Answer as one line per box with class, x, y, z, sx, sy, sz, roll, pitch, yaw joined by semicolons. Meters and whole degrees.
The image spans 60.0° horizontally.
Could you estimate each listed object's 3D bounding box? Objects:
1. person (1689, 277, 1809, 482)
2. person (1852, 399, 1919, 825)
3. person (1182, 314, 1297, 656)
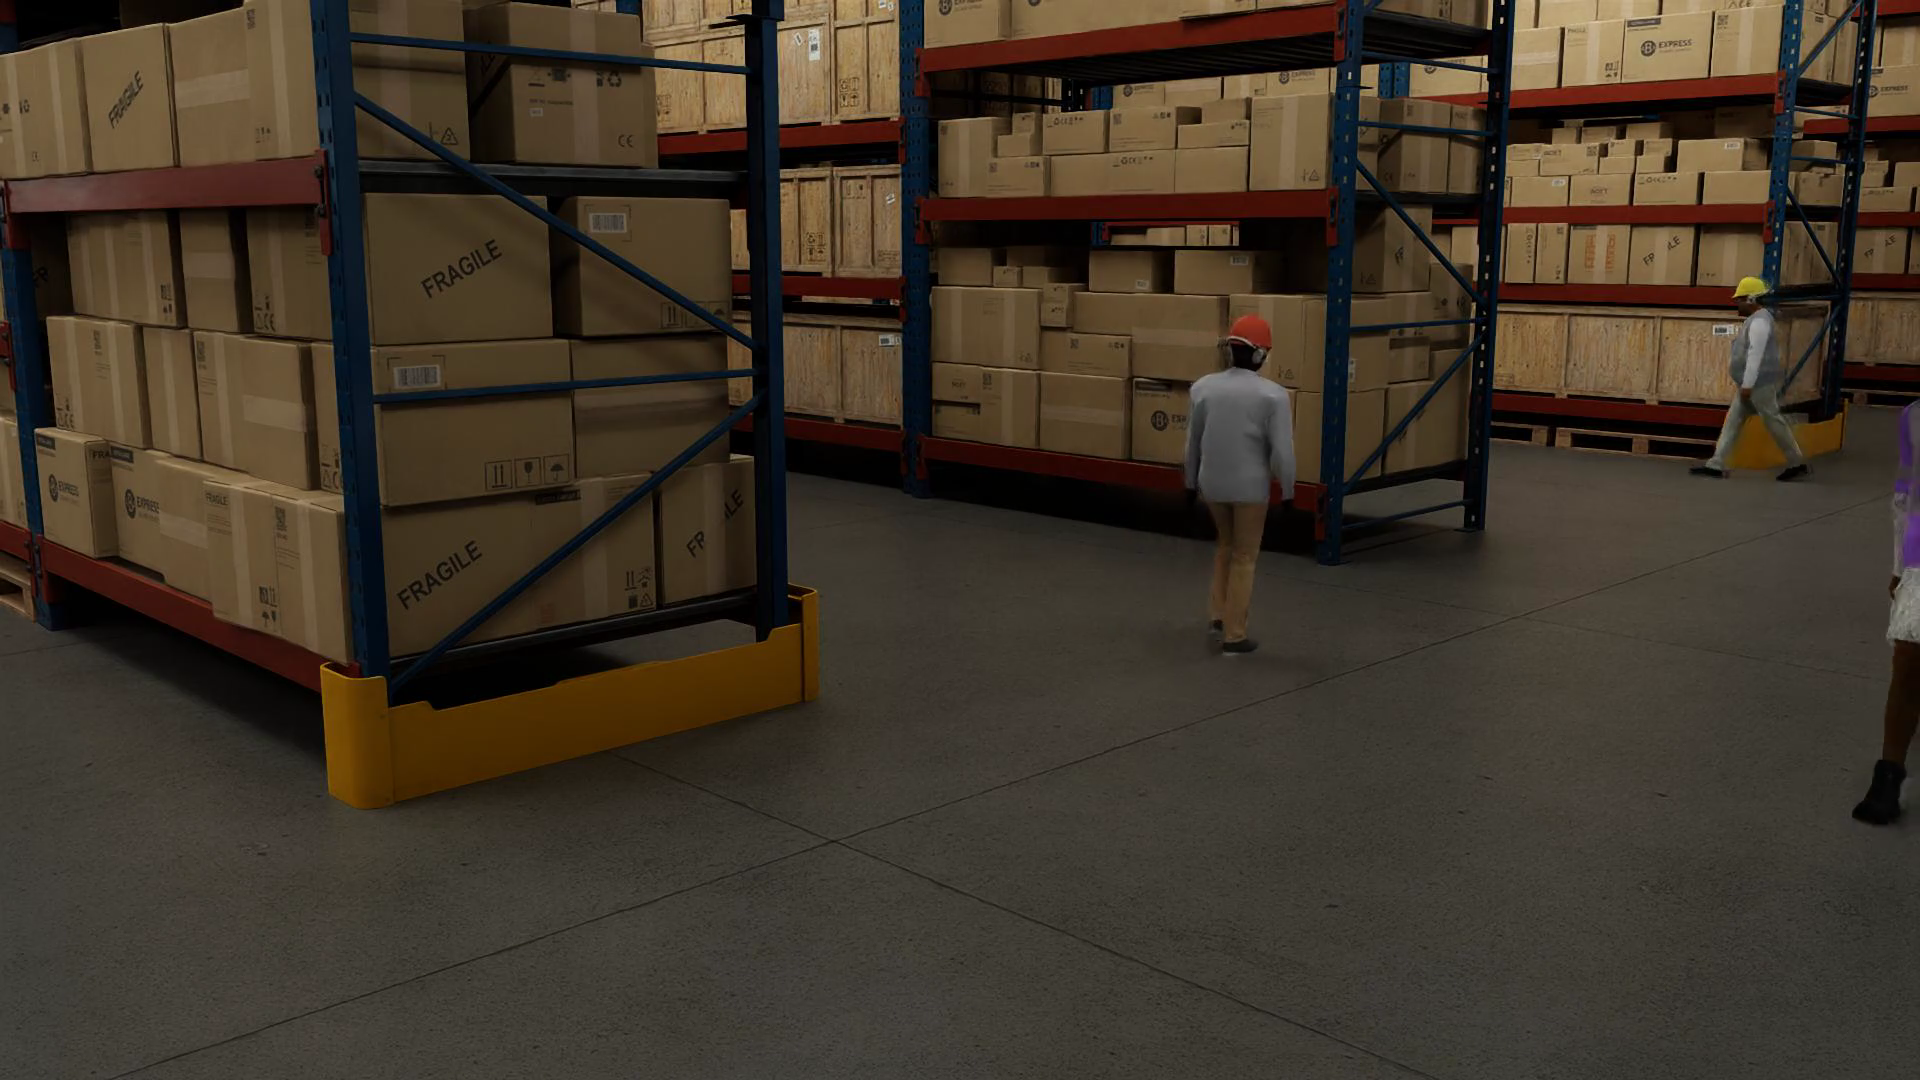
person;6.964;-1.387;14.459;0.941;1.778;0.669;4;11;21
person;3.712;0.078;6.144;0.983;1.892;0.560;-8;13;-37
person;1.458;-0.284;8.516;0.597;1.731;0.502;9;13;39
